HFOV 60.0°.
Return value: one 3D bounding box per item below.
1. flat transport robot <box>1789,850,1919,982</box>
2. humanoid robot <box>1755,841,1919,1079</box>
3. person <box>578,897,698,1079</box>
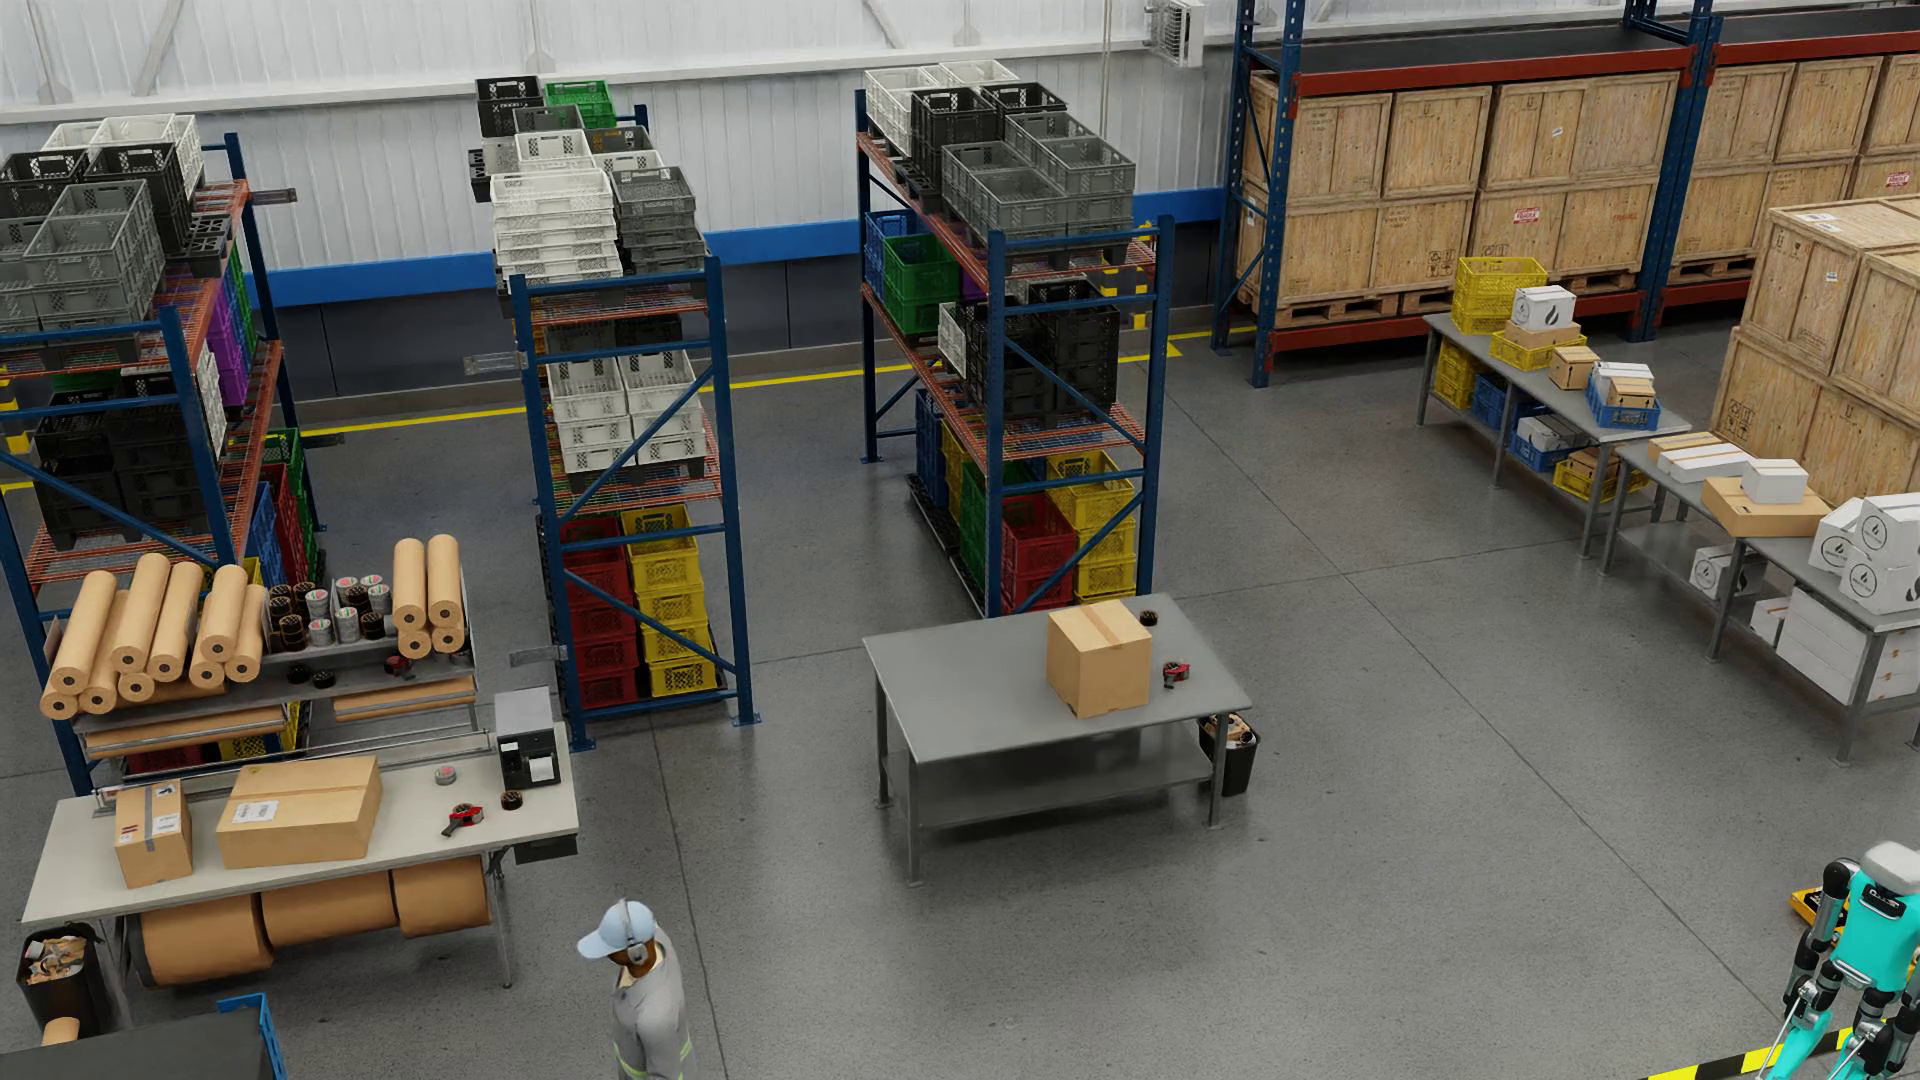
[{"bbox_3d":[5.163,1.916,8.676,1.431,0.231,0.659,-8,30,-14],"label":"flat transport robot"},{"bbox_3d":[3.519,2.031,6.804,0.735,1.675,0.533,-18,34,-29],"label":"humanoid robot"},{"bbox_3d":[-1.238,2.149,6.609,0.387,1.851,0.587,-8,30,-14],"label":"person"}]
